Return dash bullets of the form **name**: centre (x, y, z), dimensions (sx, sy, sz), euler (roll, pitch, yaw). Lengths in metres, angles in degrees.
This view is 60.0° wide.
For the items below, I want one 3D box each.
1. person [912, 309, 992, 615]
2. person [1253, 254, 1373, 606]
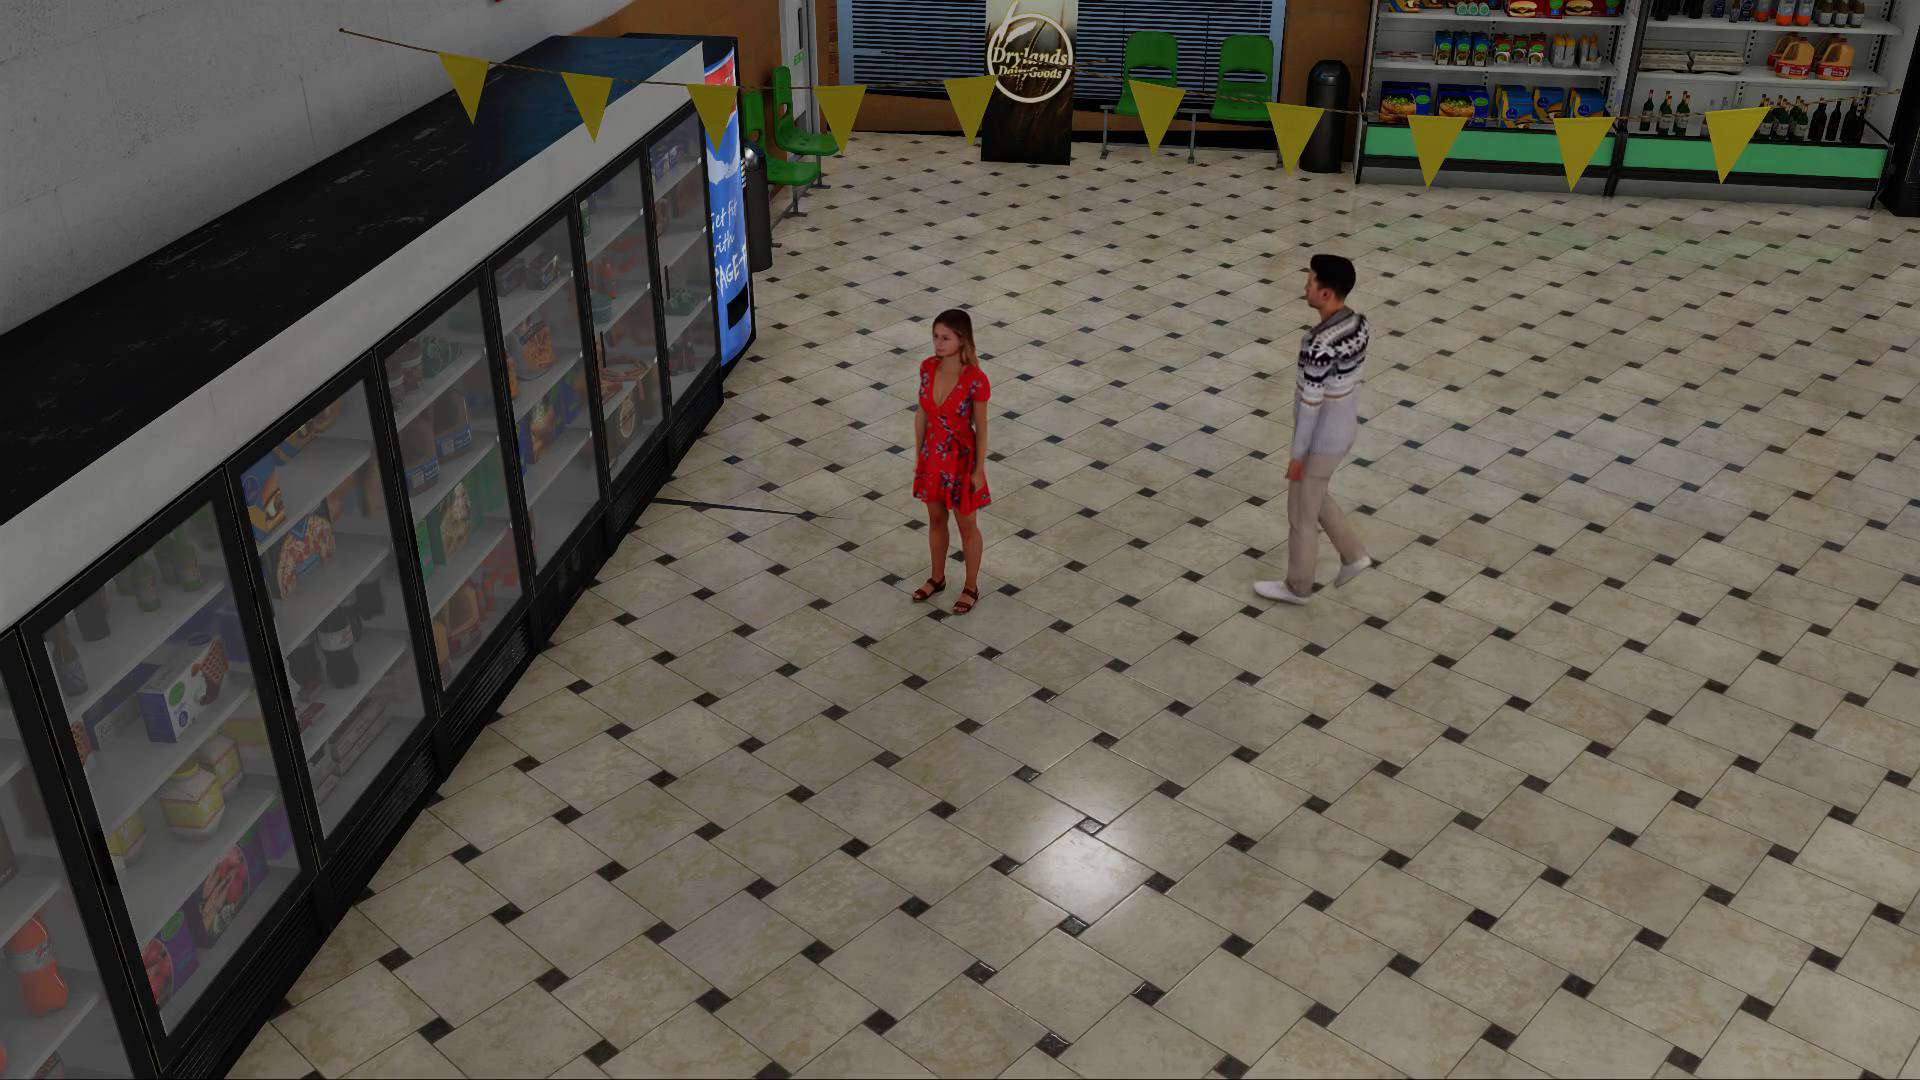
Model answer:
- **person**: centre (-0.030, -0.392, 8.225), dimensions (0.608, 1.592, 0.711), euler (19, 34, 31)
- **person**: centre (1.845, -0.485, 8.131), dimensions (0.932, 1.845, 0.867), euler (18, 34, 30)
